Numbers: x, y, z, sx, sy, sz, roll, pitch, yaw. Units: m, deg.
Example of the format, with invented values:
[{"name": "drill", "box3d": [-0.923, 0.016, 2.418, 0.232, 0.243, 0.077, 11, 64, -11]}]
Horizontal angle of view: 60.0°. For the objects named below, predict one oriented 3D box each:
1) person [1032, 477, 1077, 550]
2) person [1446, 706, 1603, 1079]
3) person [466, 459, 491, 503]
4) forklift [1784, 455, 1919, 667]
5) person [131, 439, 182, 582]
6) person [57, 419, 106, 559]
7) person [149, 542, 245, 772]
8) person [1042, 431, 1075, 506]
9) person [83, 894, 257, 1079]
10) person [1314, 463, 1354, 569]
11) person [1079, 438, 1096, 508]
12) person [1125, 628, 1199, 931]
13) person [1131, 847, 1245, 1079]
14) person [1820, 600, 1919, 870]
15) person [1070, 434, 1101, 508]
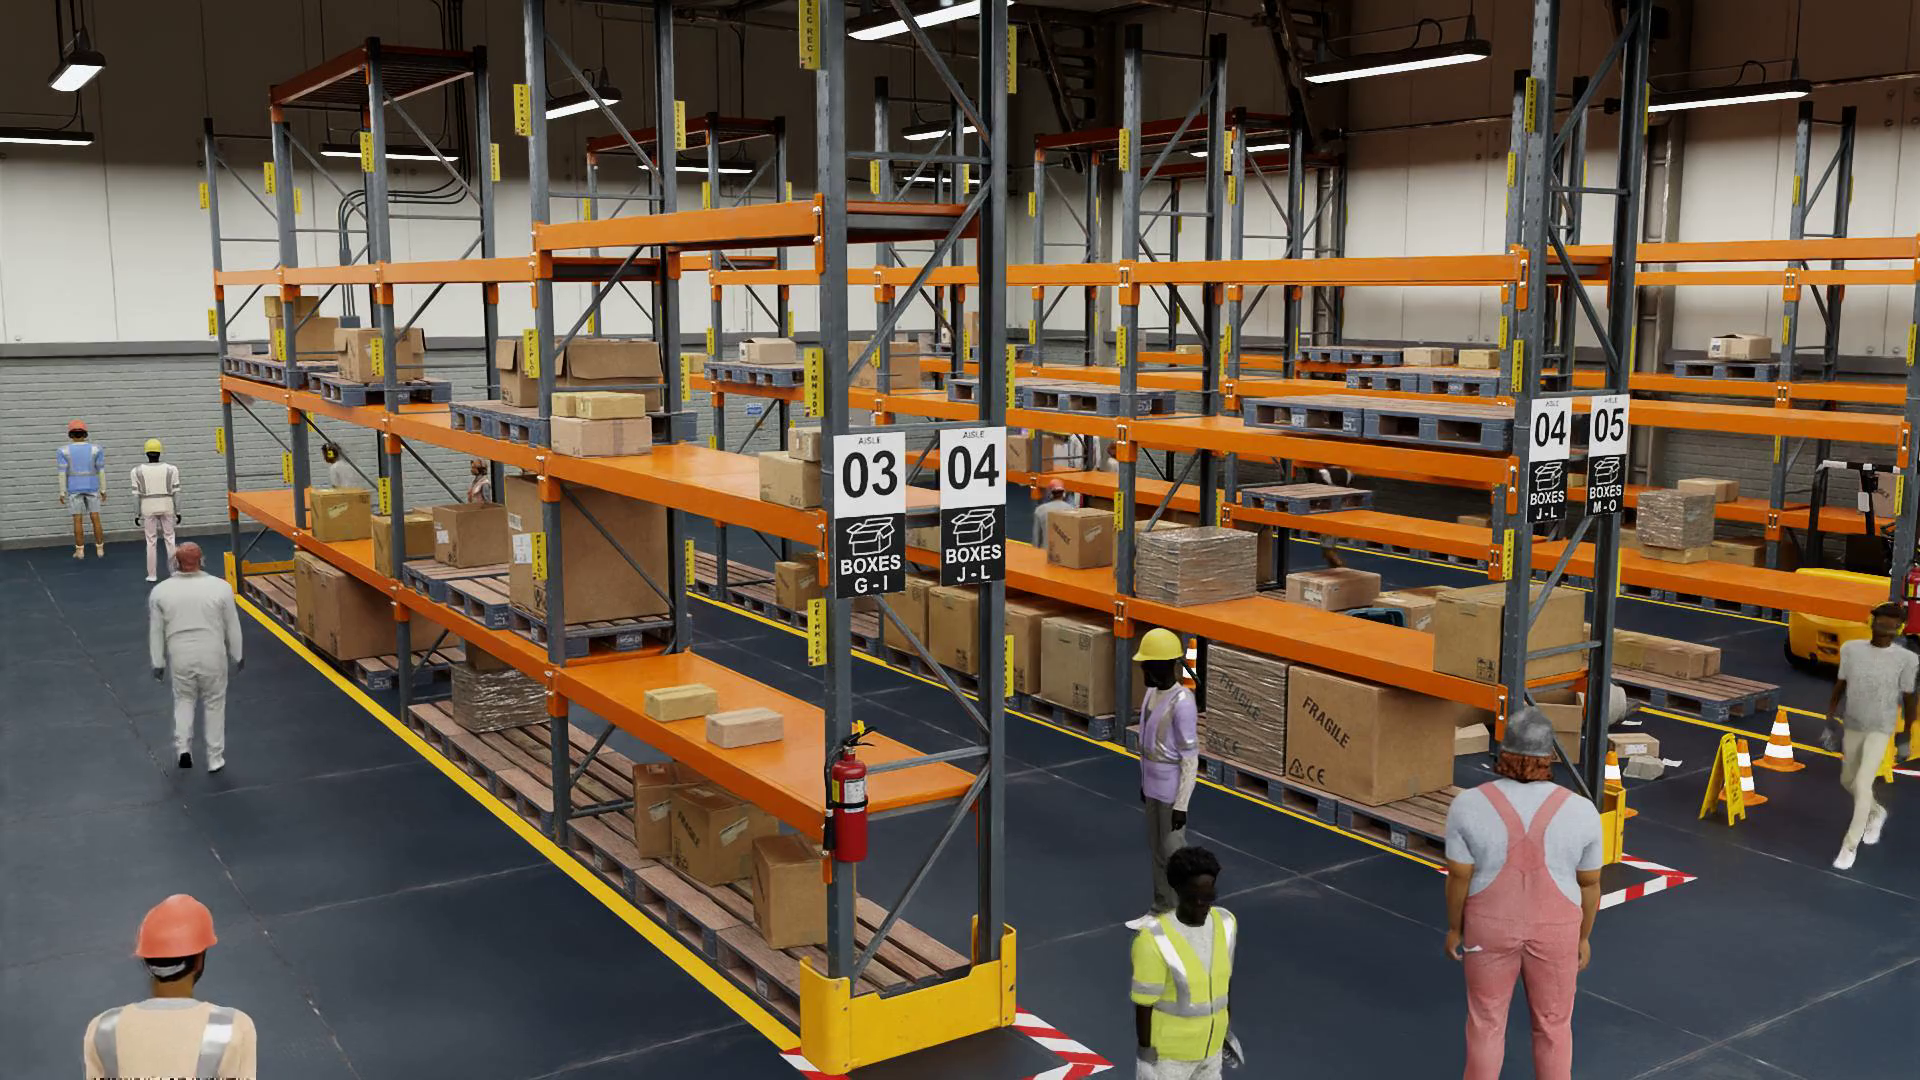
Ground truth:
[{"name": "person", "box3d": [1.135, 0.128, 19.571, 0.595, 1.720, 0.643, 1, 9, 9]}, {"name": "person", "box3d": [2.572, 1.758, 7.658, 0.673, 2.000, 0.536, 2, 9, 15]}, {"name": "person", "box3d": [-6.516, -0.291, 22.616, 0.308, 1.645, 0.515, -6, 11, -37]}, {"name": "forklift", "box3d": [9.643, 0.253, 17.172, 2.313, 2.155, 1.214, -6, 10, -33]}, {"name": "person", "box3d": [-10.792, -0.394, 22.363, 0.593, 1.926, 0.366, -5, 10, -30]}, {"name": "person", "box3d": [-12.821, -0.741, 24.292, 0.614, 2.039, 0.394, -6, 11, -37]}, {"name": "person", "box3d": [-6.196, 0.953, 13.533, 0.664, 1.888, 0.425, -2, 9, -14]}, {"name": "person", "box3d": [1.676, -1.032, 27.321, 0.943, 1.714, 0.546, 5, 10, 32]}, {"name": "person", "box3d": [-2.607, 2.145, 5.548, 0.550, 1.907, 0.527, -1, 9, -8]}, {"name": "person", "box3d": [4.834, -0.268, 21.270, 0.650, 2.011, 0.791, -5, 10, -30]}, {"name": "person", "box3d": [2.171, -1.172, 28.077, 0.312, 1.769, 0.522, 1, 9, 10]}, {"name": "person", "box3d": [1.205, 1.474, 9.924, 0.381, 1.924, 0.594, -2, 9, -15]}, {"name": "person", "box3d": [0.925, 2.061, 6.804, 0.564, 1.687, 0.325, -6, 10, -35]}, {"name": "person", "box3d": [6.250, 1.300, 11.434, 0.846, 1.824, 0.533, -7, 11, -40]}, {"name": "person", "box3d": [2.203, -1.315, 29.070, 0.575, 1.749, 0.335, 4, 10, 27]}]
